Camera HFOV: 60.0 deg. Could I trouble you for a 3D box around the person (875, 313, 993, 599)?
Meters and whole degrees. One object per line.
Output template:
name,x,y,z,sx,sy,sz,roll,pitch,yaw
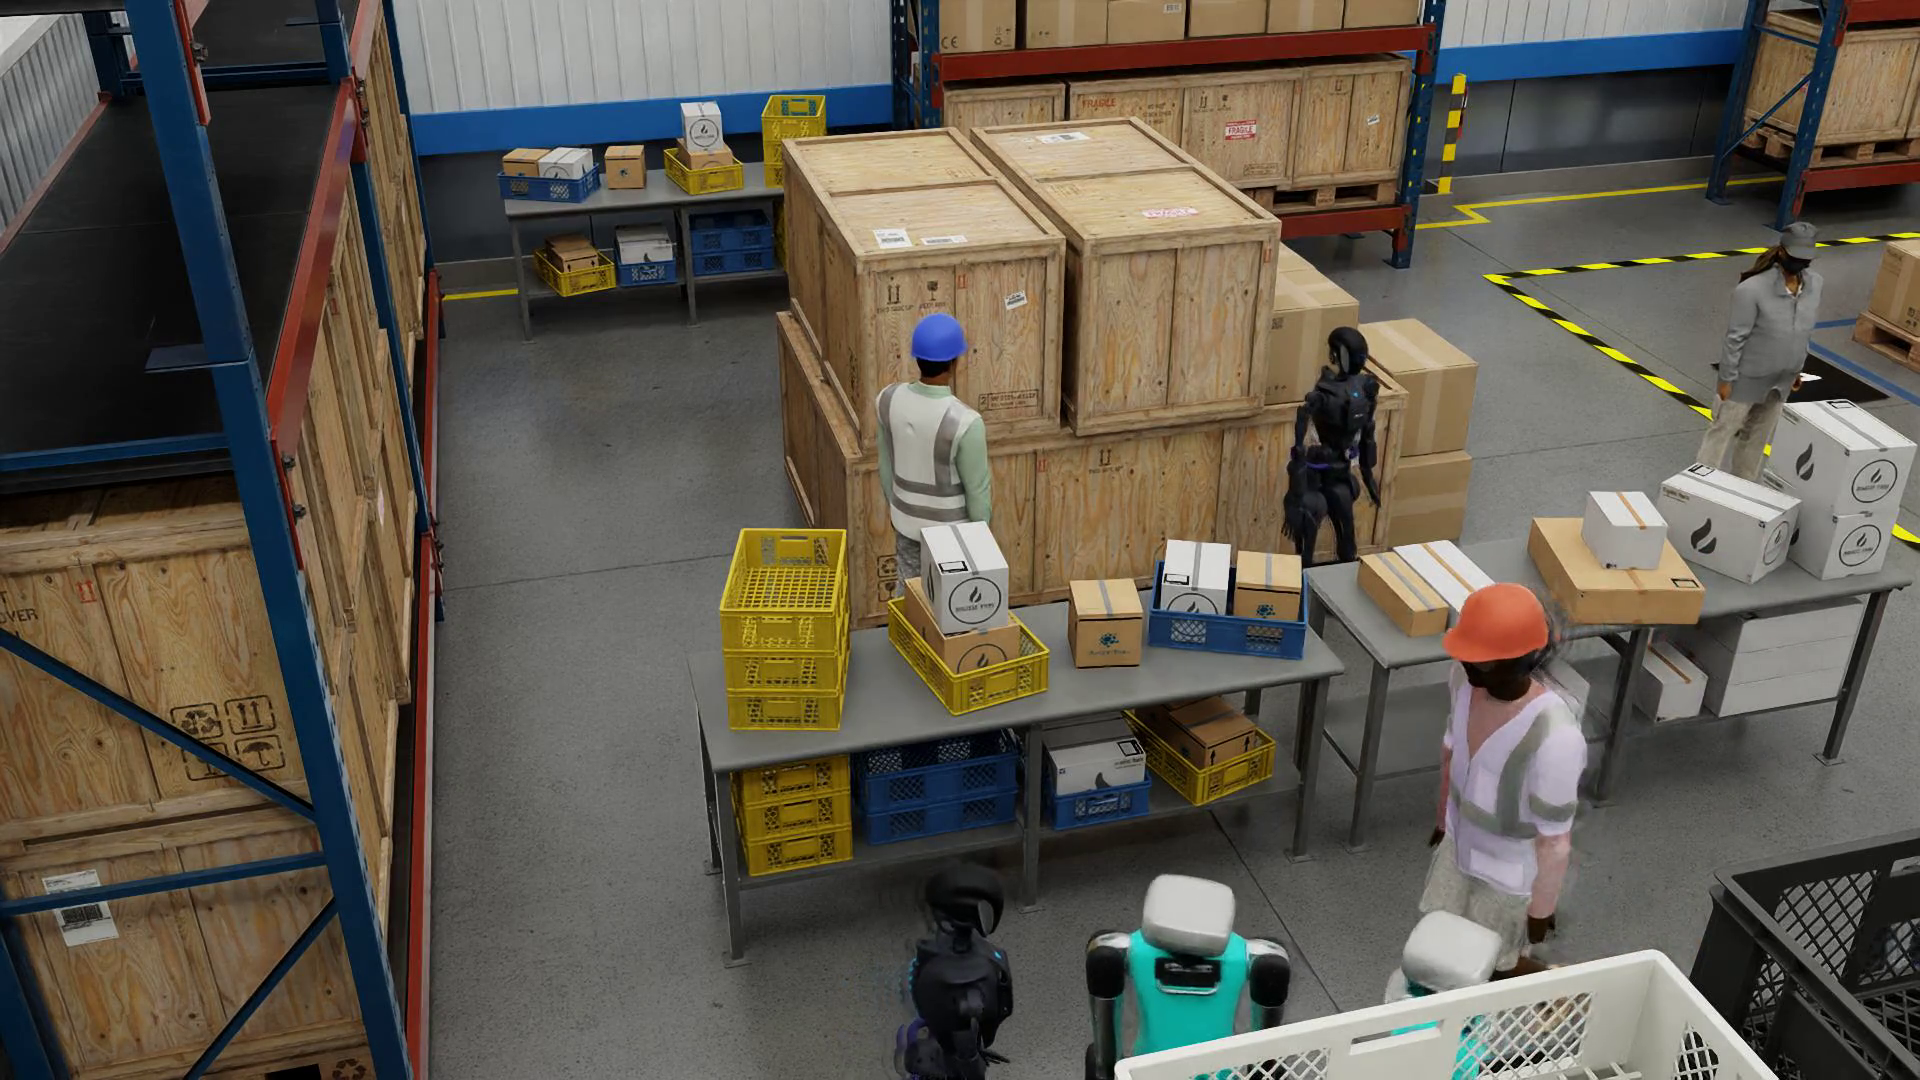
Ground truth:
person,-0.100,-0.097,7.556,0.608,1.945,0.392,21,35,33

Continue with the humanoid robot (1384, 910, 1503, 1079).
humanoid robot,1.450,1.826,4.355,0.842,1.832,0.551,12,31,21

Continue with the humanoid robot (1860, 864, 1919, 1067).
humanoid robot,2.965,1.511,4.983,0.761,1.645,0.590,-11,31,-20

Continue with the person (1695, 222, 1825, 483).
person,4.437,-0.920,9.231,0.570,1.766,0.397,-9,30,-15

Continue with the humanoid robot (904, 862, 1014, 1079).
humanoid robot,0.013,1.595,4.757,0.329,1.644,0.600,-3,29,-6

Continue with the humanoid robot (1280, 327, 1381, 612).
humanoid robot,1.796,-0.297,8.200,0.598,1.638,0.404,-19,34,-30

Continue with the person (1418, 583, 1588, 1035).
person,1.826,0.997,5.500,0.709,2.013,0.622,-10,30,-18

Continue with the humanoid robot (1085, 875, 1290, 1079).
humanoid robot,0.573,1.787,4.392,0.559,1.822,0.725,3,29,6
